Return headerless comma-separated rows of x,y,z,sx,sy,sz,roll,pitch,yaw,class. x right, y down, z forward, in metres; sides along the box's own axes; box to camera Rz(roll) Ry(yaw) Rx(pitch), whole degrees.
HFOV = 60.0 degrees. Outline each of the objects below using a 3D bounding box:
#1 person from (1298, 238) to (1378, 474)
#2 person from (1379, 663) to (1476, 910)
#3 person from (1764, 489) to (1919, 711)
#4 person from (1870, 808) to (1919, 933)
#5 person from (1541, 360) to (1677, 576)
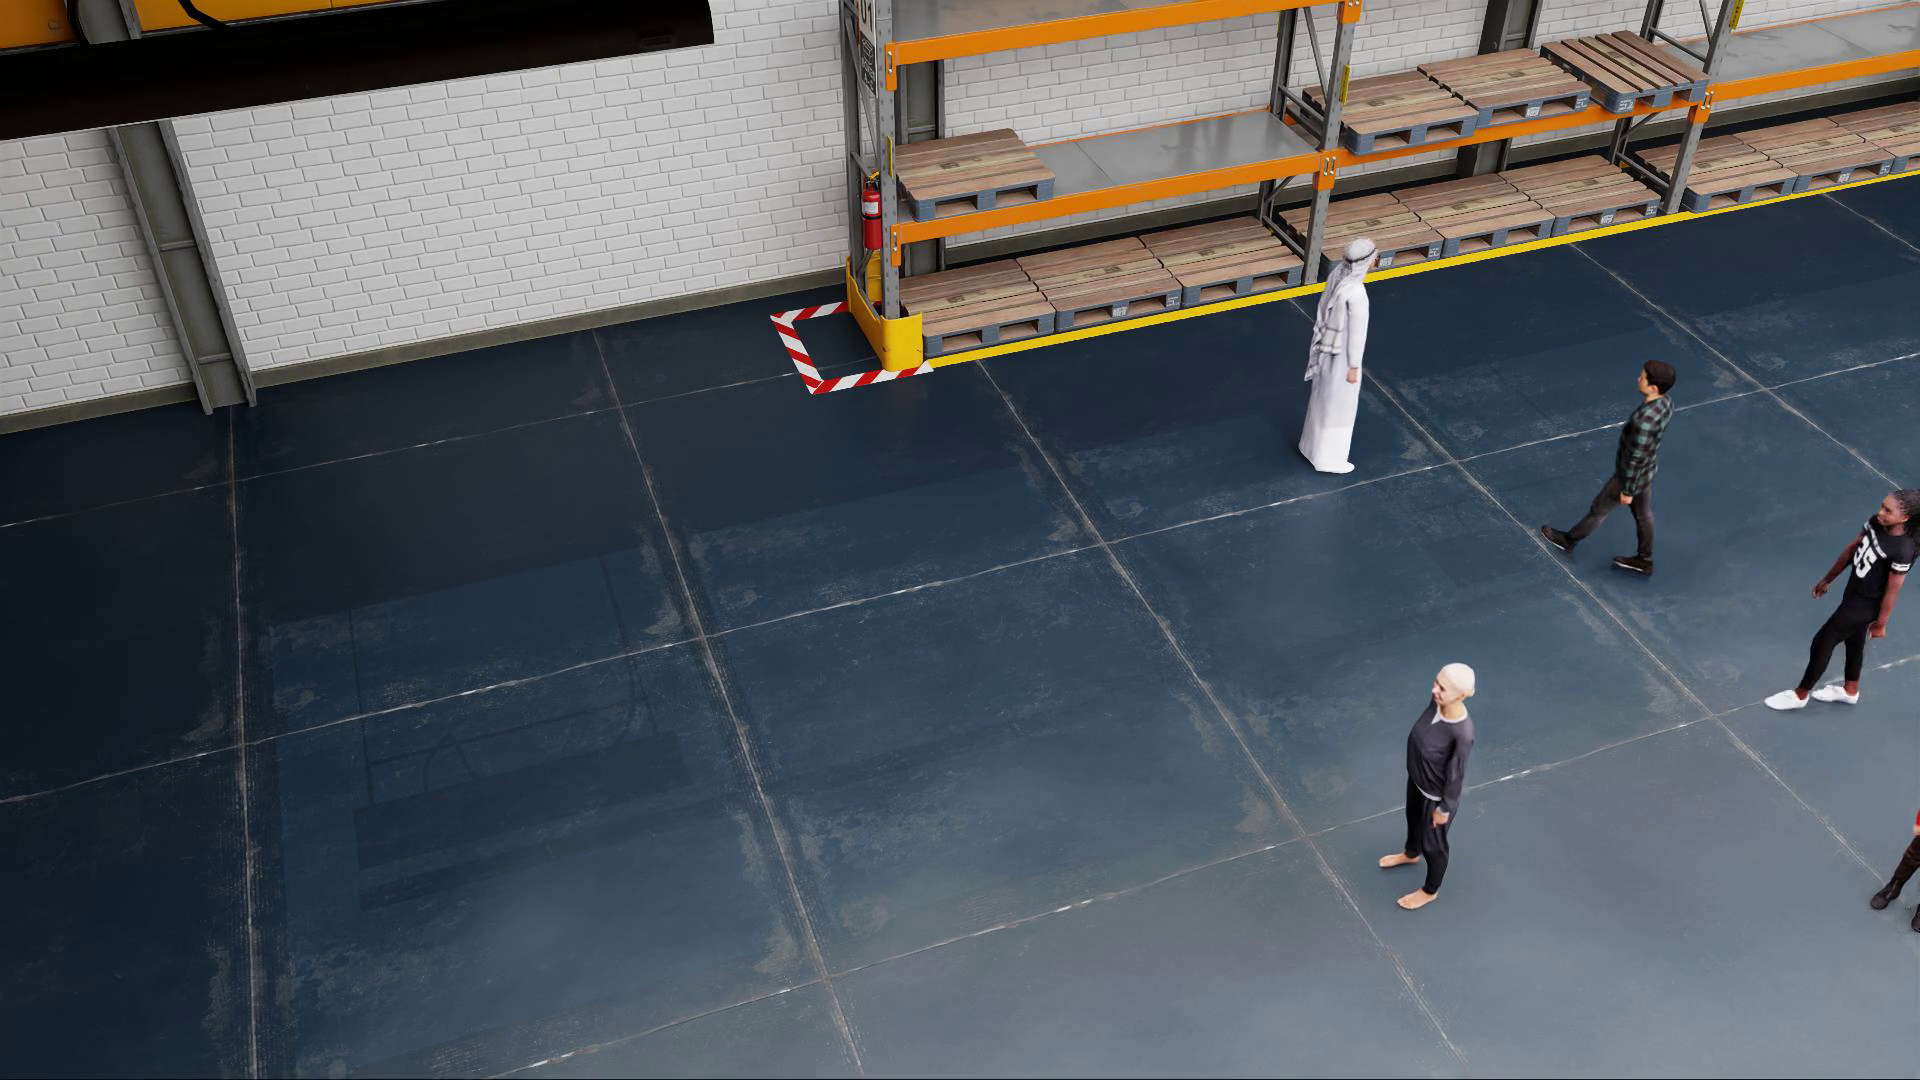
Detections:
2.844,-1.390,12.440,0.670,1.925,0.724,-8,39,-10,person
2.639,1.323,9.204,0.572,1.724,0.634,-7,39,-9,person
5.722,0.390,10.384,0.966,1.709,0.828,5,39,6,person
5.455,1.621,9.186,0.574,1.281,0.609,31,48,33,person
4.722,-0.452,11.448,1.074,1.682,1.127,27,46,29,person
